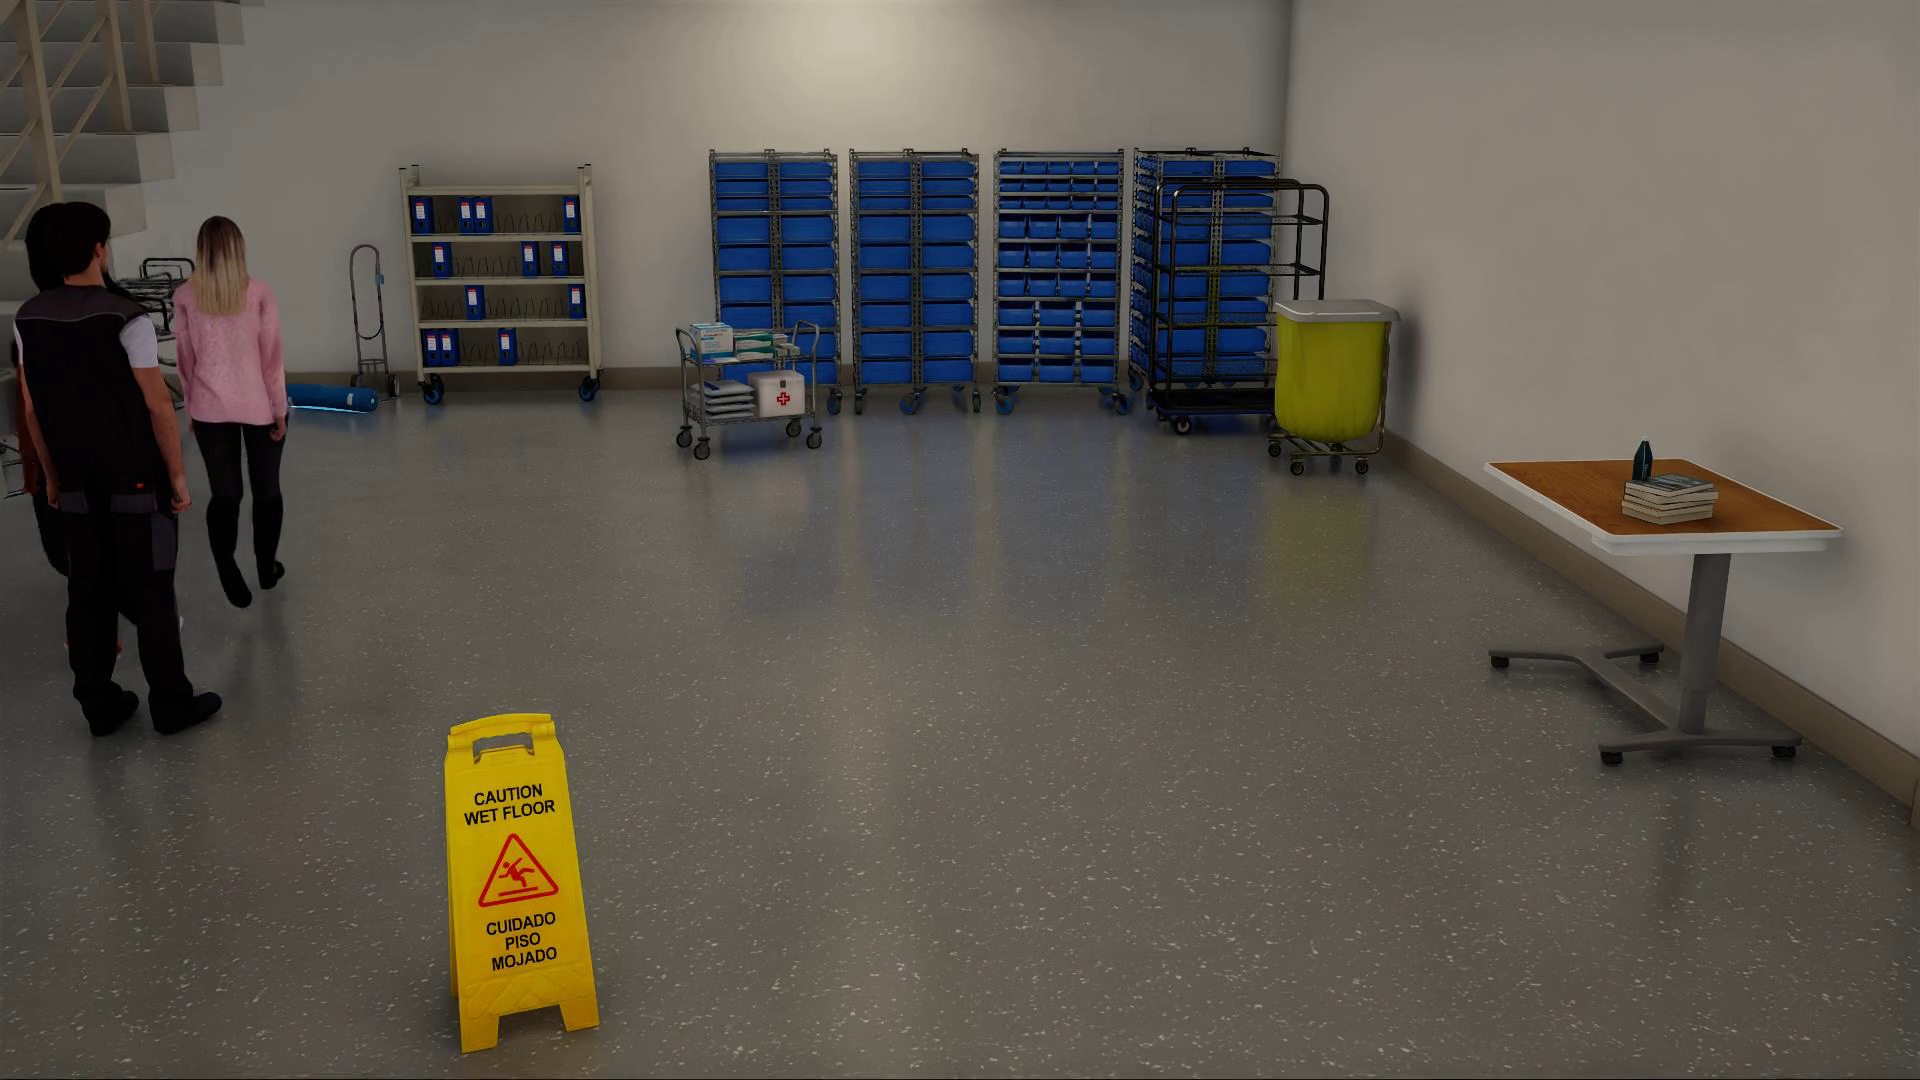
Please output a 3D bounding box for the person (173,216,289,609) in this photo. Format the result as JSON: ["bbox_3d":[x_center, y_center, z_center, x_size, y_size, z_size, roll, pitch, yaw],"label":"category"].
[{"bbox_3d":[-3.106,-0.519,7.130,0.683,1.662,1.055,-4,16,-12],"label":"person"}]

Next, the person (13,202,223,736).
[{"bbox_3d":[-2.946,-0.229,5.757,0.693,1.848,0.620,1,16,4],"label":"person"}]

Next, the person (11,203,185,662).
[{"bbox_3d":[-3.201,-0.326,6.208,1.061,1.791,1.145,6,17,21],"label":"person"}]
